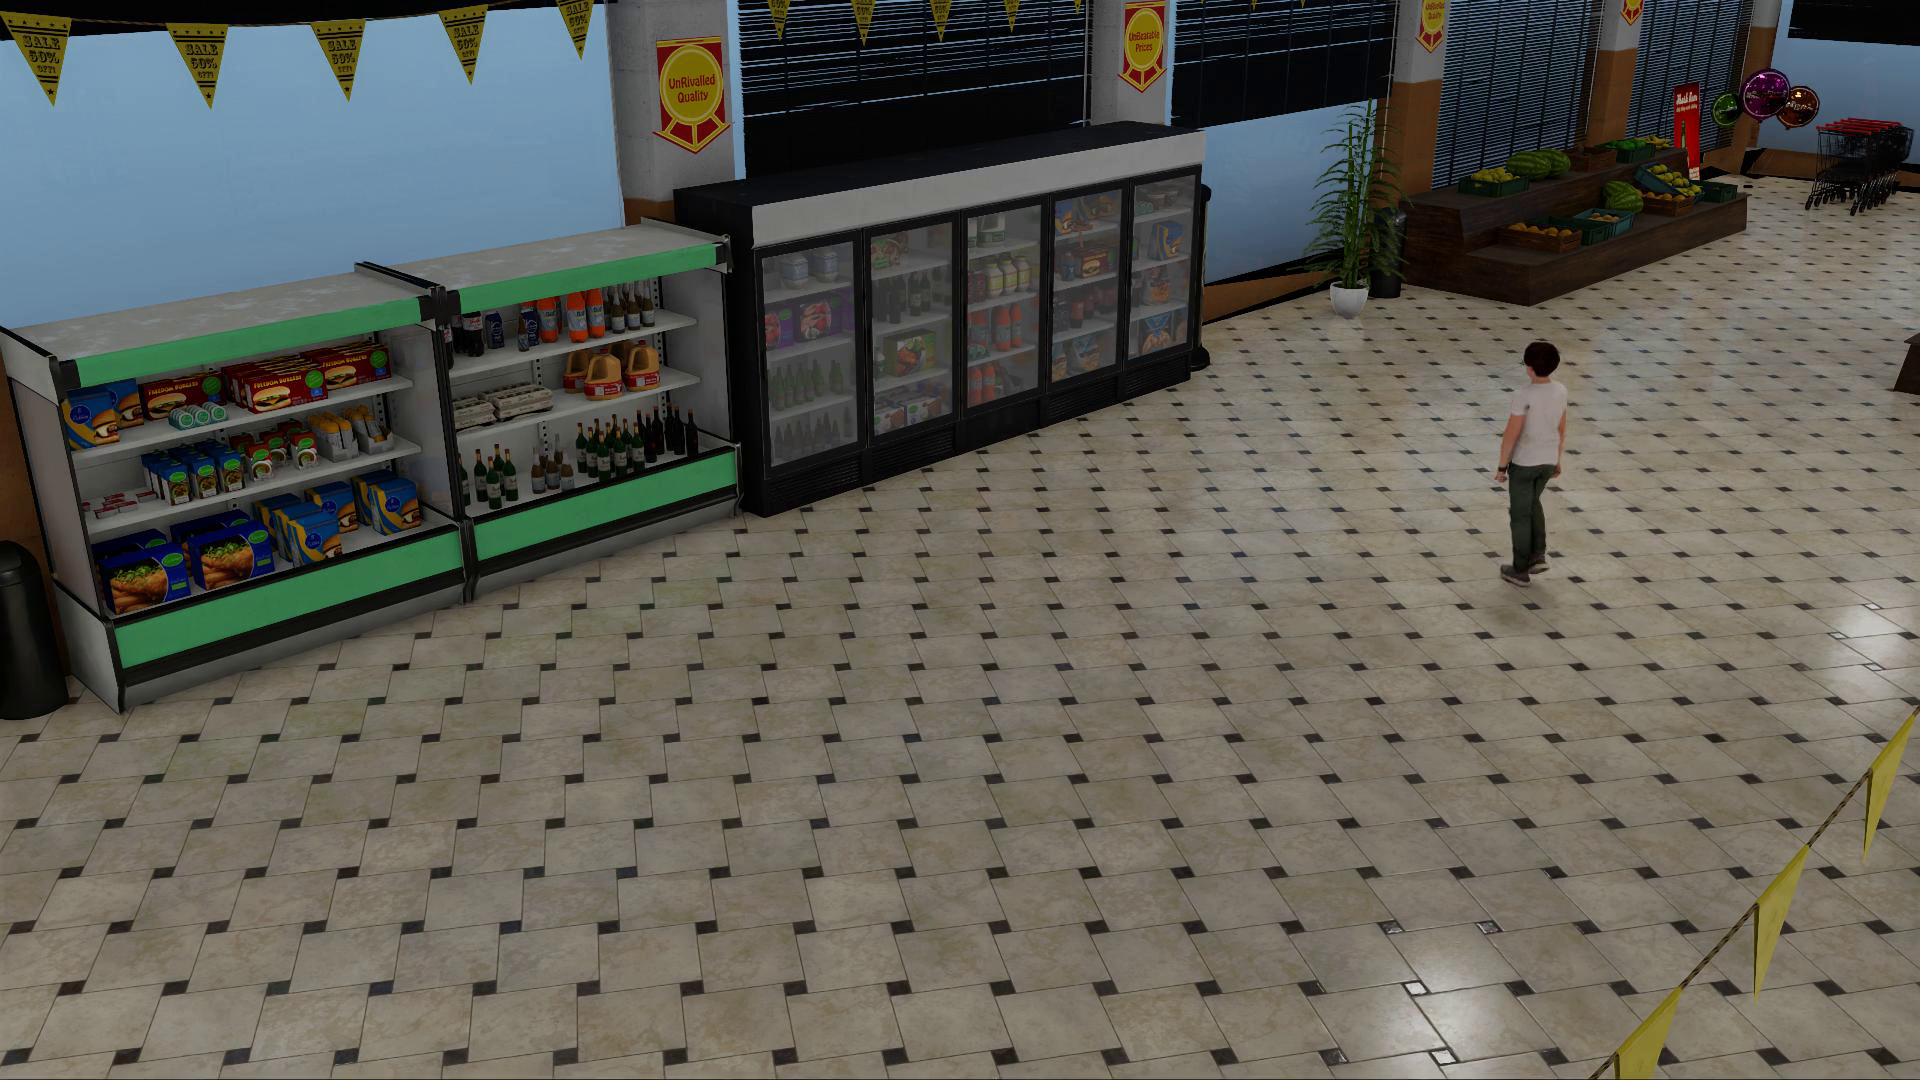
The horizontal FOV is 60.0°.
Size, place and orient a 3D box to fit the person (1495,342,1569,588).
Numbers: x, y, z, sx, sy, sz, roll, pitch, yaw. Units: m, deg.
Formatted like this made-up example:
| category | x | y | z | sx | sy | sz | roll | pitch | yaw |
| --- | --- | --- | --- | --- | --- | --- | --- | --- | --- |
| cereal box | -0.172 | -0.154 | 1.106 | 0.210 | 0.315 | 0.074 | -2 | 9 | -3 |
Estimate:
| category | x | y | z | sx | sy | sz | roll | pitch | yaw |
| --- | --- | --- | --- | --- | --- | --- | --- | --- | --- |
| person | 3.769 | -0.461 | 10.807 | 0.718 | 1.651 | 0.782 | -7 | 23 | -17 |
